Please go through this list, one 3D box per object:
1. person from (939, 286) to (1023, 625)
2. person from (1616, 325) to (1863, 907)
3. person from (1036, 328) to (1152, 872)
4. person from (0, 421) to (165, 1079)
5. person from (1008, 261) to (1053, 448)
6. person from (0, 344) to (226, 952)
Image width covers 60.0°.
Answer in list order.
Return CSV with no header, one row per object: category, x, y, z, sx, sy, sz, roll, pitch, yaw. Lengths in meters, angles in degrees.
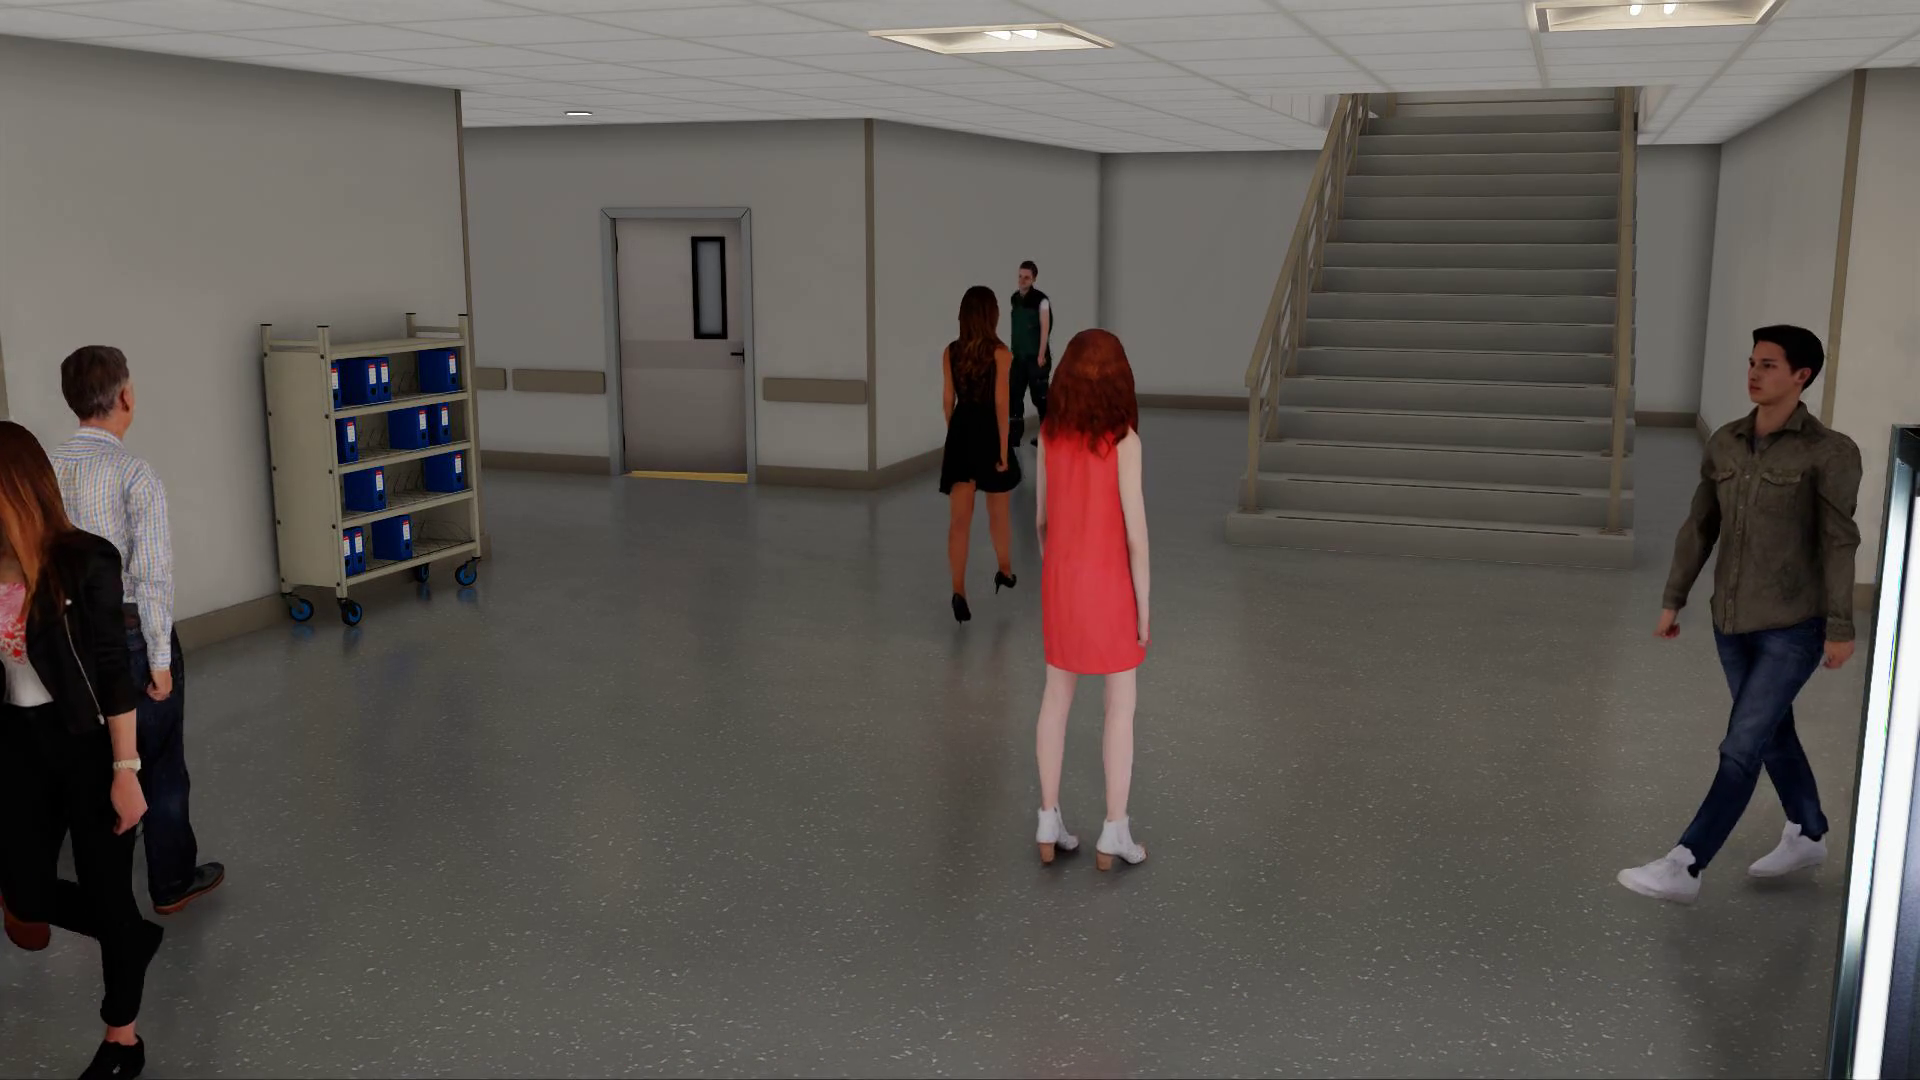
person,0.045,-0.422,8.985,0.596,1.794,1.082,4,11,20
person,2.631,0.269,5.284,1.248,1.816,1.223,-4,11,-20
person,0.405,0.210,5.578,0.659,1.822,0.626,8,14,38
person,-2.199,0.533,4.214,0.749,1.697,0.852,1,11,4
person,0.738,-1.779,16.138,1.040,1.793,0.882,-8,14,-37
person,-2.598,0.340,4.965,0.789,1.796,1.148,2,11,9
